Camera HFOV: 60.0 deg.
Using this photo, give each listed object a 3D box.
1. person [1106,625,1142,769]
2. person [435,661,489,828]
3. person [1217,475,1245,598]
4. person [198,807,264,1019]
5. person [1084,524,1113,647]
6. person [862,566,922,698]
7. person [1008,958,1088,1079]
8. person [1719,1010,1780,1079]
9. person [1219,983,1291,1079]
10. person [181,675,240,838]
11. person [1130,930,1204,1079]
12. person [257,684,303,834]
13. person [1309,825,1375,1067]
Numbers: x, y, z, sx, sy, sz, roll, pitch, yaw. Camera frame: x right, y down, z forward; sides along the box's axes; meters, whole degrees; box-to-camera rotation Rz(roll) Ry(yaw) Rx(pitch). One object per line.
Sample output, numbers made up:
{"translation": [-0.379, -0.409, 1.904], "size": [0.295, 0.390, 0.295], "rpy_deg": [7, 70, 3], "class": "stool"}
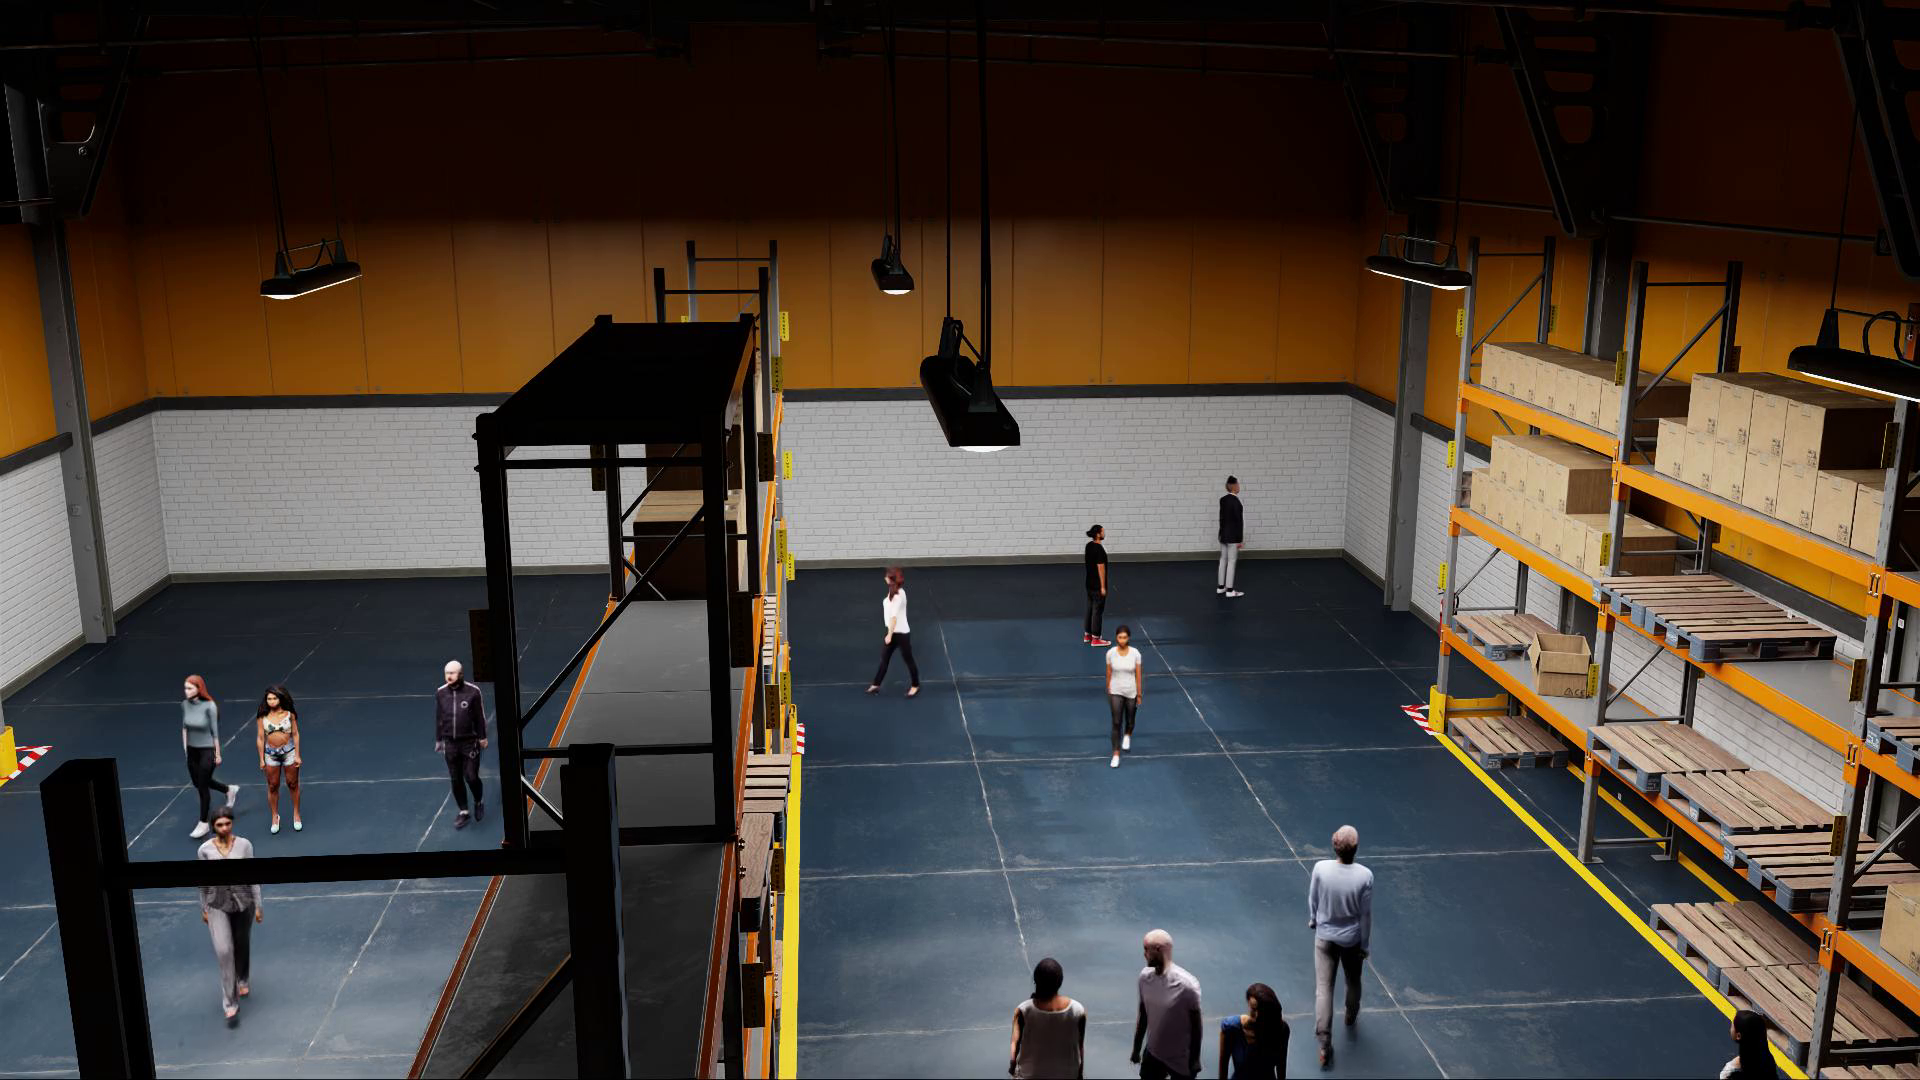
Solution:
{"translation": [1.929, 1.774, 19.463], "size": [0.719, 1.621, 1.056], "rpy_deg": [2, 14, 7], "class": "person"}
{"translation": [-5.229, 2.125, 17.585], "size": [0.744, 1.822, 0.717], "rpy_deg": [1, 14, 5], "class": "person"}
{"translation": [4.290, -0.084, 26.439], "size": [0.832, 1.948, 0.660], "rpy_deg": [-6, 15, -23], "class": "person"}
{"translation": [-6.127, 3.045, 13.961], "size": [0.845, 1.740, 1.071], "rpy_deg": [-7, 15, -25], "class": "person"}
{"translation": [1.948, 0.636, 23.870], "size": [0.752, 1.758, 0.603], "rpy_deg": [-5, 15, -20], "class": "person"}
{"translation": [-0.699, 1.210, 21.496], "size": [0.866, 1.759, 1.018], "rpy_deg": [-5, 15, -21], "class": "person"}
{"translation": [0.590, 3.708, 11.413], "size": [0.655, 1.650, 1.064], "rpy_deg": [-1, 14, -5], "class": "person"}
{"translation": [5.028, 3.856, 10.556], "size": [0.731, 1.766, 0.854], "rpy_deg": [-5, 14, -19], "class": "person"}
{"translation": [1.915, 3.739, 10.952], "size": [0.655, 1.807, 0.550], "rpy_deg": [-1, 14, -5], "class": "person"}
{"translation": [-7.863, 2.218, 17.409], "size": [0.818, 1.725, 1.041], "rpy_deg": [5, 14, 18], "class": "person"}
{"translation": [1.508, 3.596, 11.553], "size": [0.839, 1.803, 0.923], "rpy_deg": [8, 16, 29], "class": "person"}
{"translation": [-7.096, 2.274, 17.391], "size": [0.618, 1.624, 0.624], "rpy_deg": [-4, 14, -17], "class": "person"}
{"translation": [2.971, 3.207, 13.066], "size": [0.953, 1.845, 1.267], "rpy_deg": [4, 14, 15], "class": "person"}
